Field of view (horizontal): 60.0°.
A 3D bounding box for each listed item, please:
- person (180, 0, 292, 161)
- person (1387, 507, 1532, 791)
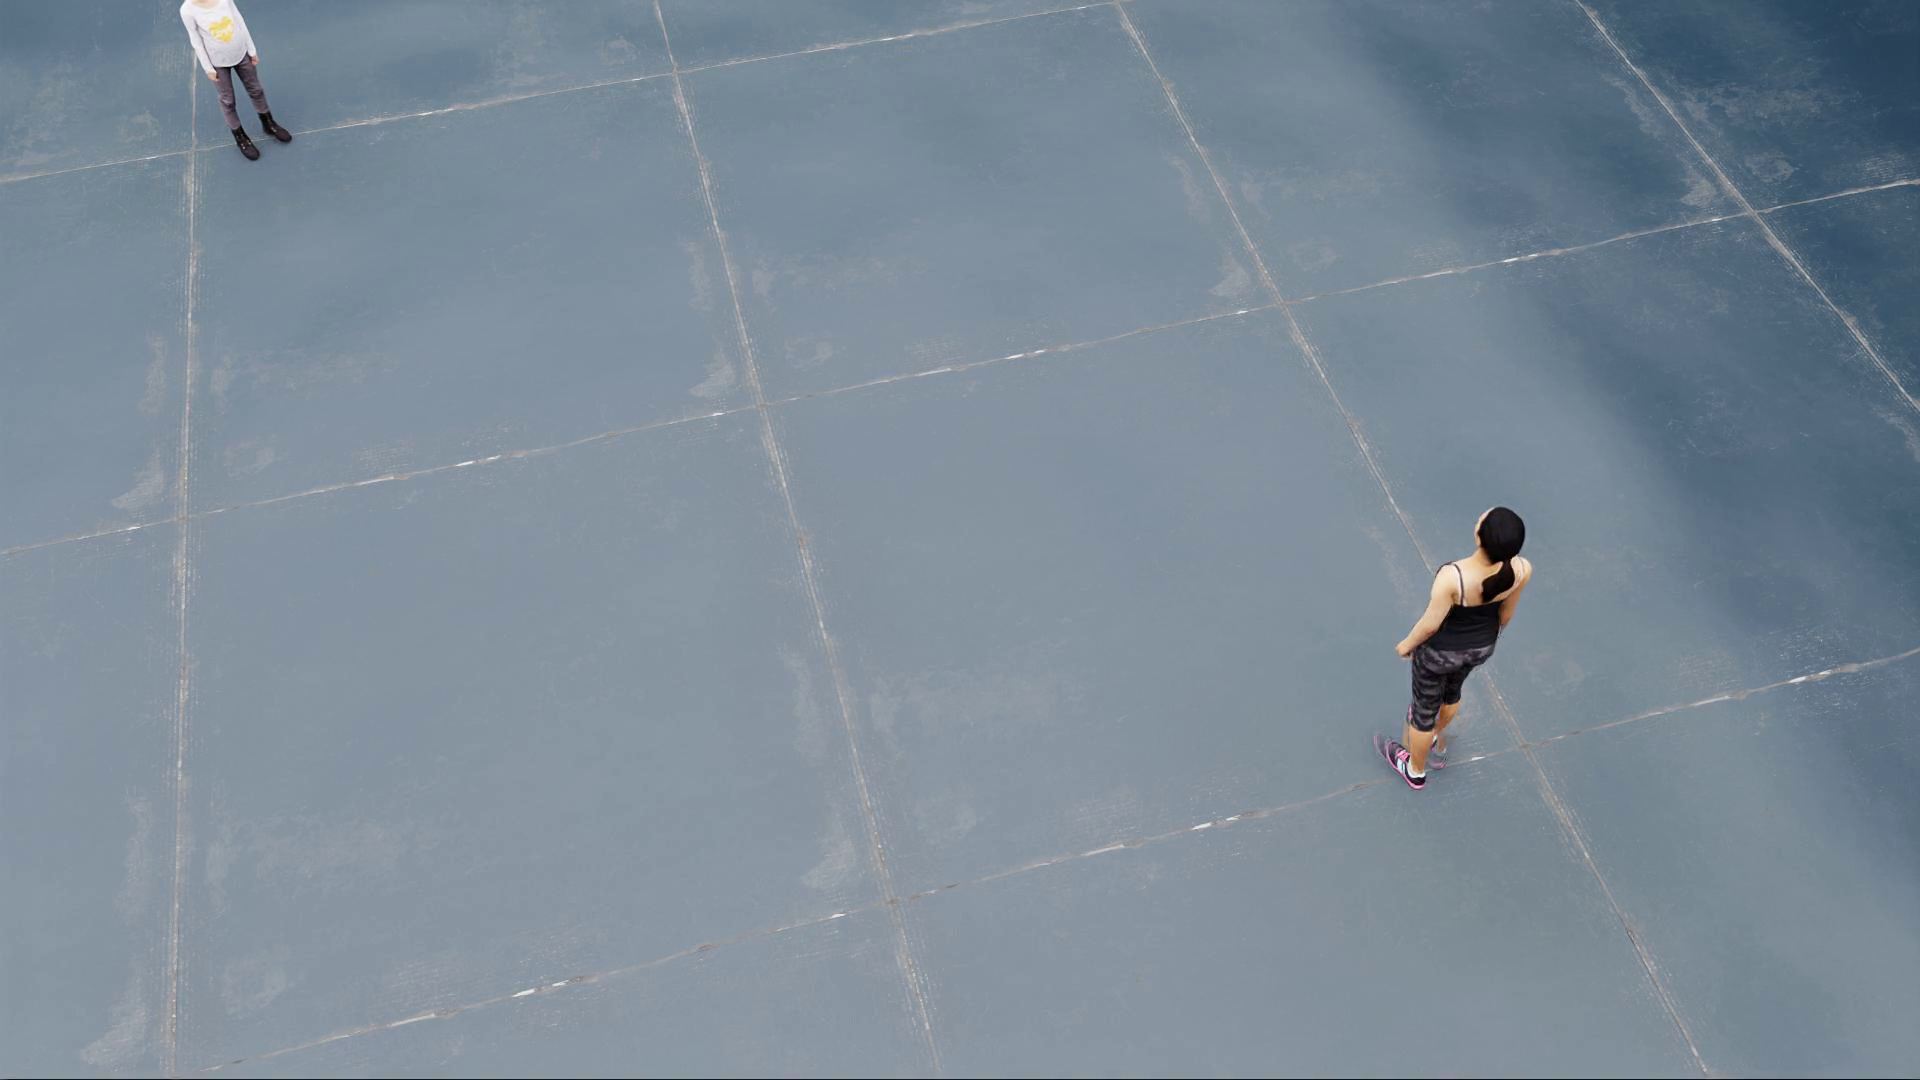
[{"bbox_3d":[-4.329,-2.858,9.805,0.603,1.276,0.564,37,61,25],"label":"person"},{"bbox_3d":[2.070,0.460,6.949,0.560,1.729,0.637,-11,53,-8],"label":"person"}]
